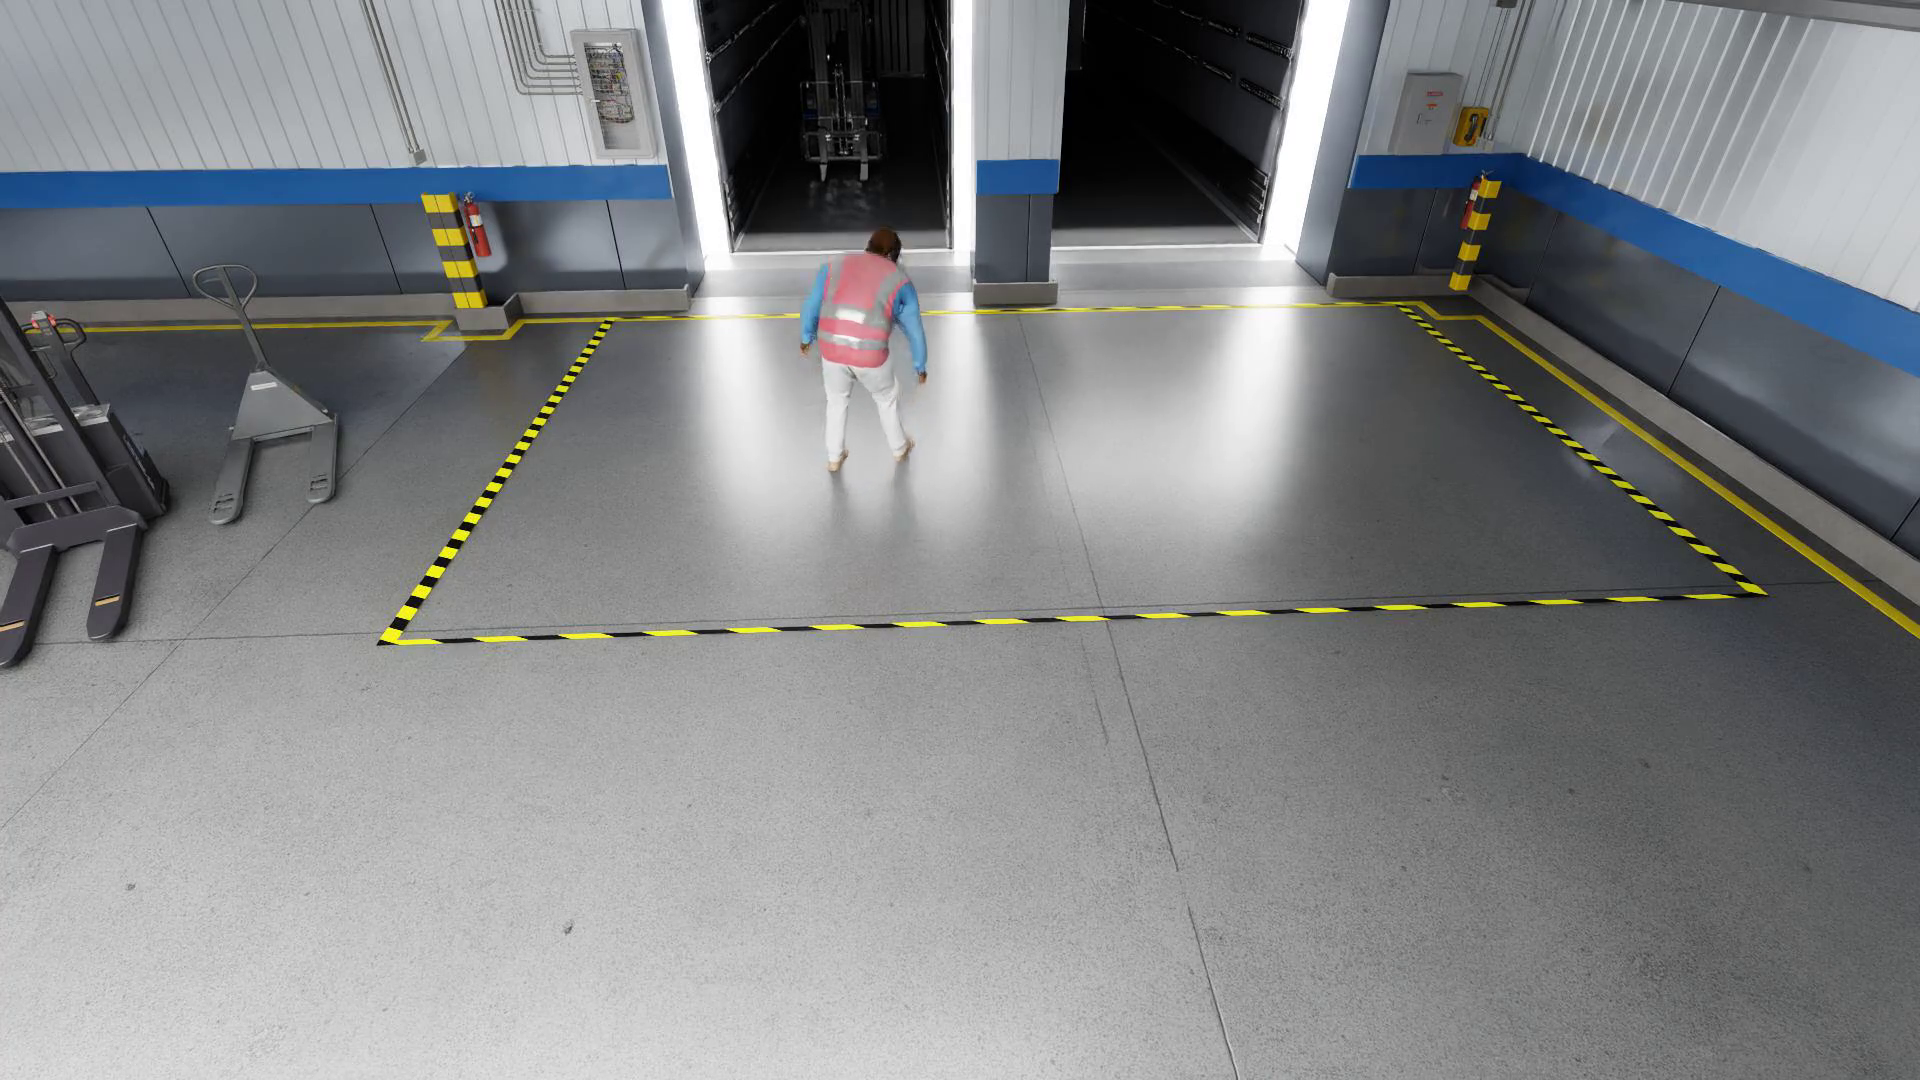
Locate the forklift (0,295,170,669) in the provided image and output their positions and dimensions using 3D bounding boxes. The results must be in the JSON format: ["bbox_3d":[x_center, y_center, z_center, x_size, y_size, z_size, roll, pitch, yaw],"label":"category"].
[{"bbox_3d":[-5.212,-0.618,4.878,0.823,1.965,1.885,-20,39,-26],"label":"forklift"}]

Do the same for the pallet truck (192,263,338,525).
[{"bbox_3d":[-4.778,-1.027,6.128,0.680,1.201,1.601,-17,38,-23],"label":"pallet truck"}]

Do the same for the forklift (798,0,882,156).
[{"bbox_3d":[-1.793,-7.089,13.863,1.157,2.036,2.680,-3,35,-4],"label":"forklift"}]

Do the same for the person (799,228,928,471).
[{"bbox_3d":[-0.660,-1.238,6.194,0.897,1.575,0.802,5,35,7],"label":"person"}]
